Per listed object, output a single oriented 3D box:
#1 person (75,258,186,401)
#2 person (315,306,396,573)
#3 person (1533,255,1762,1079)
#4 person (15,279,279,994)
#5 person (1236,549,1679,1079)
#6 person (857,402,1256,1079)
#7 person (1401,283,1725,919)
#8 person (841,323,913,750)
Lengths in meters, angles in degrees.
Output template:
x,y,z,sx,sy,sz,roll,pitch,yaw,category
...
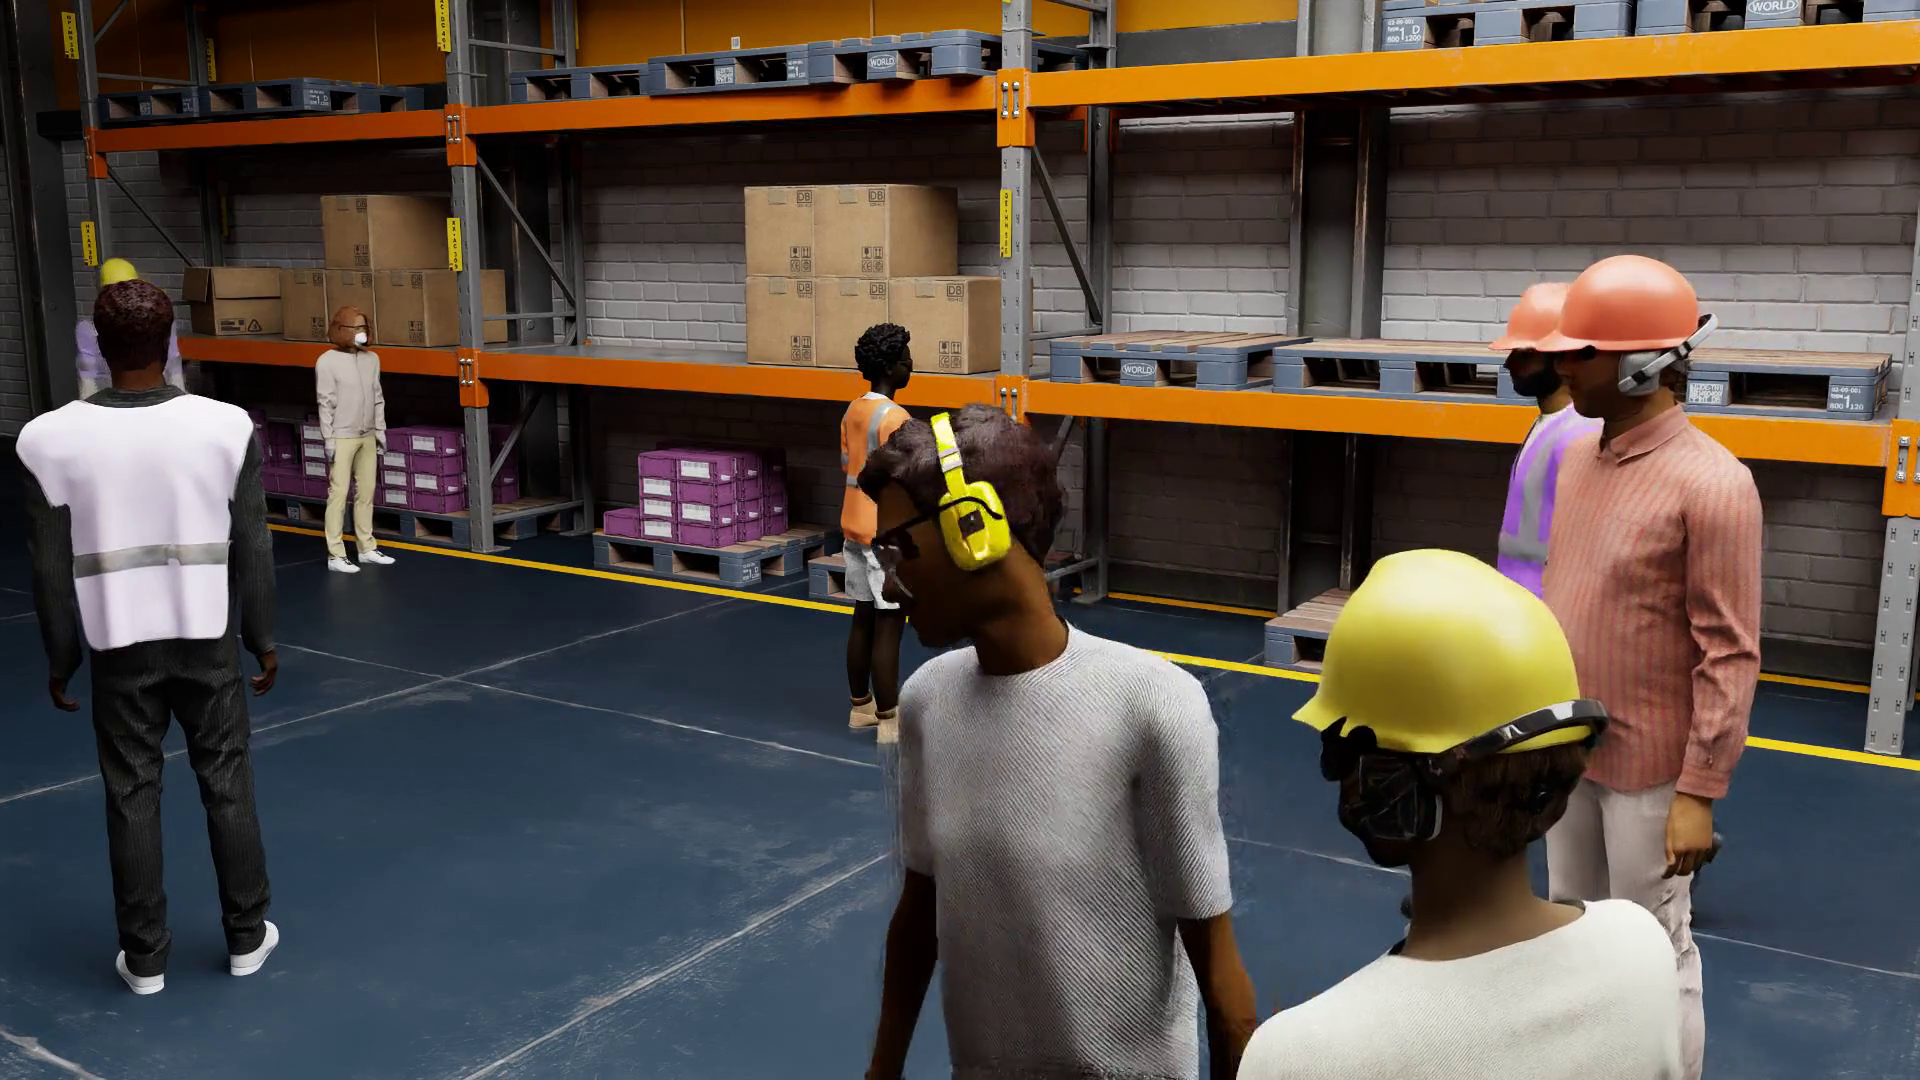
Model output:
x,y,z,sx,sy,sz,roll,pitch,yaw,category
-5.097,-0.770,10.251,0.463,1.910,0.595,9,14,42,person
-3.724,-0.618,10.213,0.285,1.626,0.494,5,11,24,person
1.346,0.422,3.423,0.391,1.990,0.621,-2,10,-10,person
-2.145,0.271,4.469,0.589,1.920,0.392,-5,11,-25,person
0.423,0.882,1.534,0.526,1.760,0.341,-6,12,-32,person
0.125,0.749,2.091,0.687,1.829,0.399,9,14,42,person
1.786,0.221,4.789,0.845,1.911,0.551,2,10,12,person
-0.303,-0.015,6.668,0.319,1.697,0.532,-5,11,-26,person
